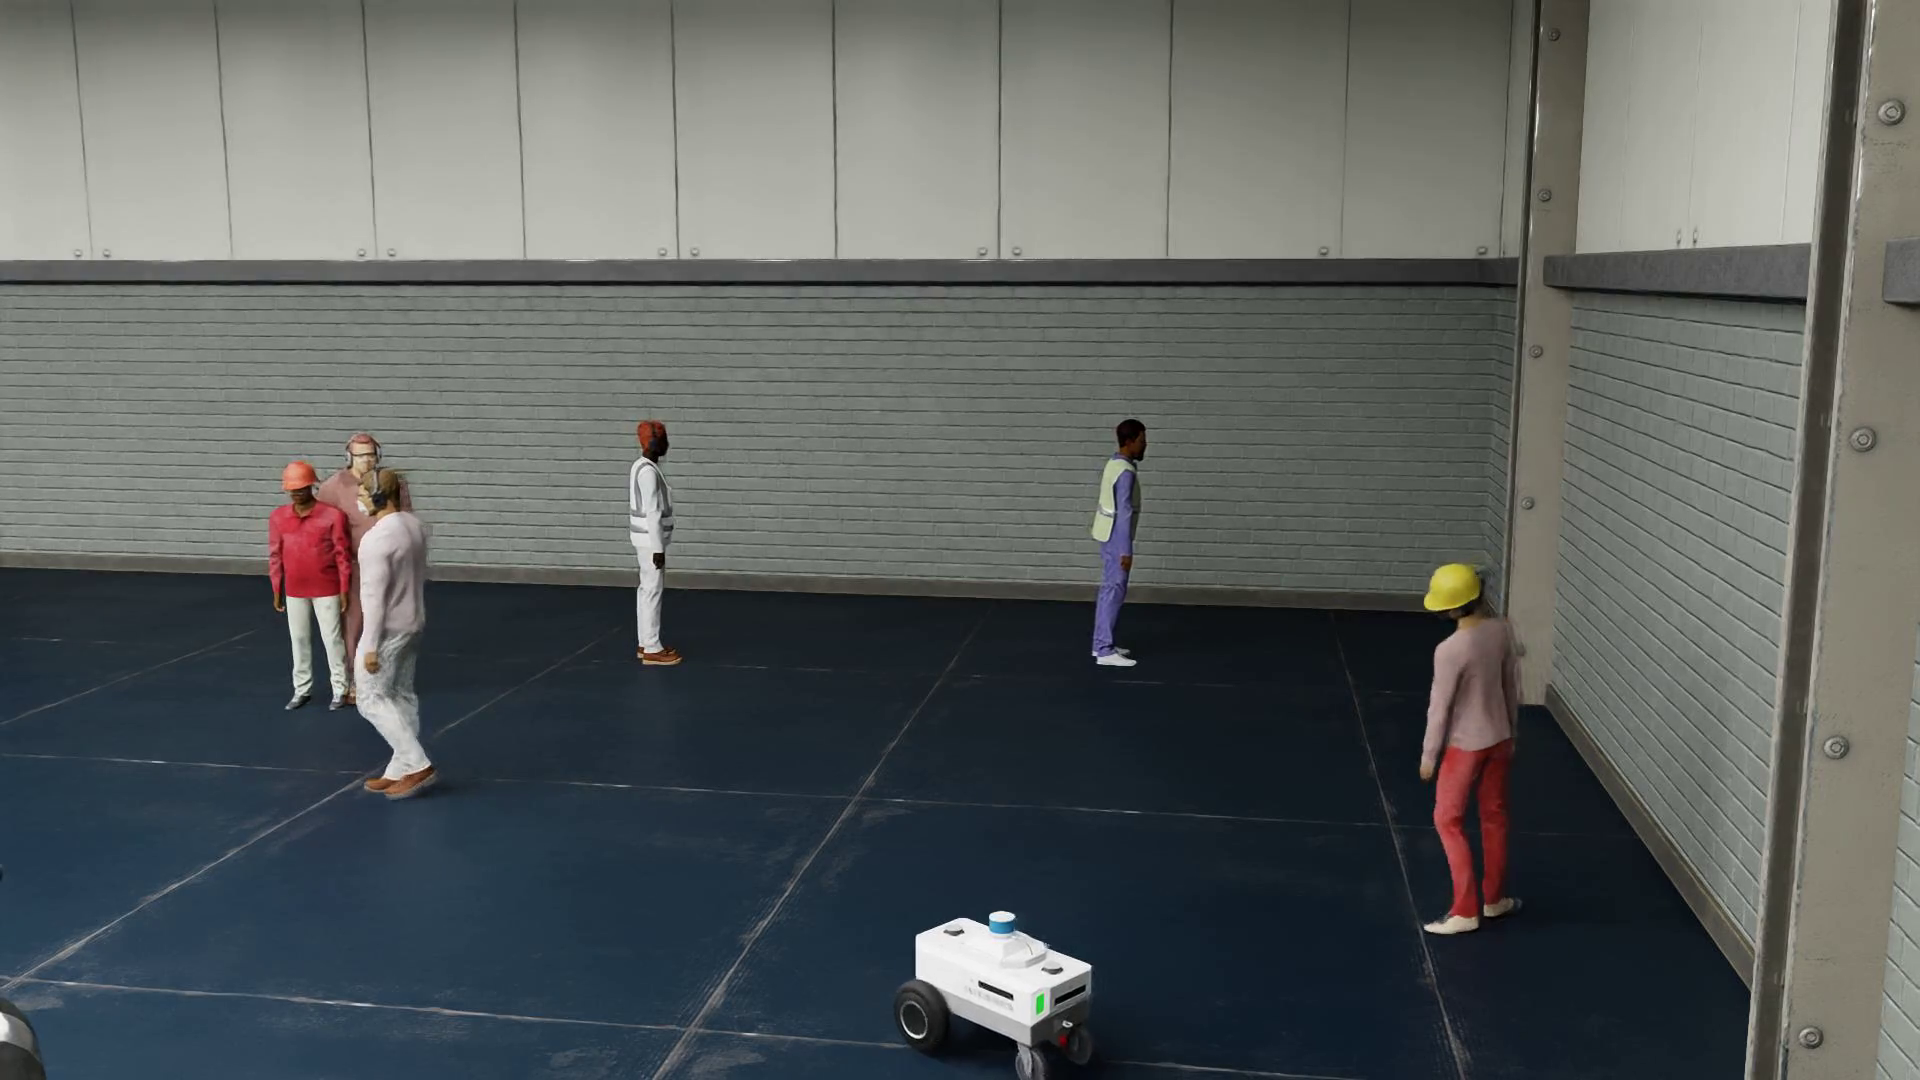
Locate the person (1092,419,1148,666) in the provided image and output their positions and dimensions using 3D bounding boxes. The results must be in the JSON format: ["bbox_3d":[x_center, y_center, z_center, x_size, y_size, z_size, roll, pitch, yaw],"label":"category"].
[{"bbox_3d":[1.228,0.017,12.840,0.411,1.905,0.602,0,9,-2],"label":"person"}]

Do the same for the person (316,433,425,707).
[{"bbox_3d":[-4.151,0.196,11.734,0.665,1.902,0.450,-7,12,-37],"label":"person"}]

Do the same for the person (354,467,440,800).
[{"bbox_3d":[-3.260,0.541,9.515,0.445,1.932,0.632,1,9,4],"label":"person"}]

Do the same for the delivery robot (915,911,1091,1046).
[{"bbox_3d":[0.162,1.680,6.418,0.707,0.478,0.477,9,13,43],"label":"delivery robot"}]

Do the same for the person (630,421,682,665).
[{"bbox_3d":[-2.369,0.019,12.856,0.345,1.883,0.584,-3,10,-17],"label":"person"}]

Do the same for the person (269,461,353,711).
[{"bbox_3d":[-4.478,0.318,11.455,0.574,1.743,0.355,0,9,3],"label":"person"}]

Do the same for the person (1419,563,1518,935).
[{"bbox_3d":[2.389,0.940,7.686,0.664,1.723,0.302,-7,12,-37],"label":"person"}]

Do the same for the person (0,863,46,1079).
[{"bbox_3d":[-1.944,1.507,3.196,0.608,2.044,0.370,8,12,39],"label":"person"}]
